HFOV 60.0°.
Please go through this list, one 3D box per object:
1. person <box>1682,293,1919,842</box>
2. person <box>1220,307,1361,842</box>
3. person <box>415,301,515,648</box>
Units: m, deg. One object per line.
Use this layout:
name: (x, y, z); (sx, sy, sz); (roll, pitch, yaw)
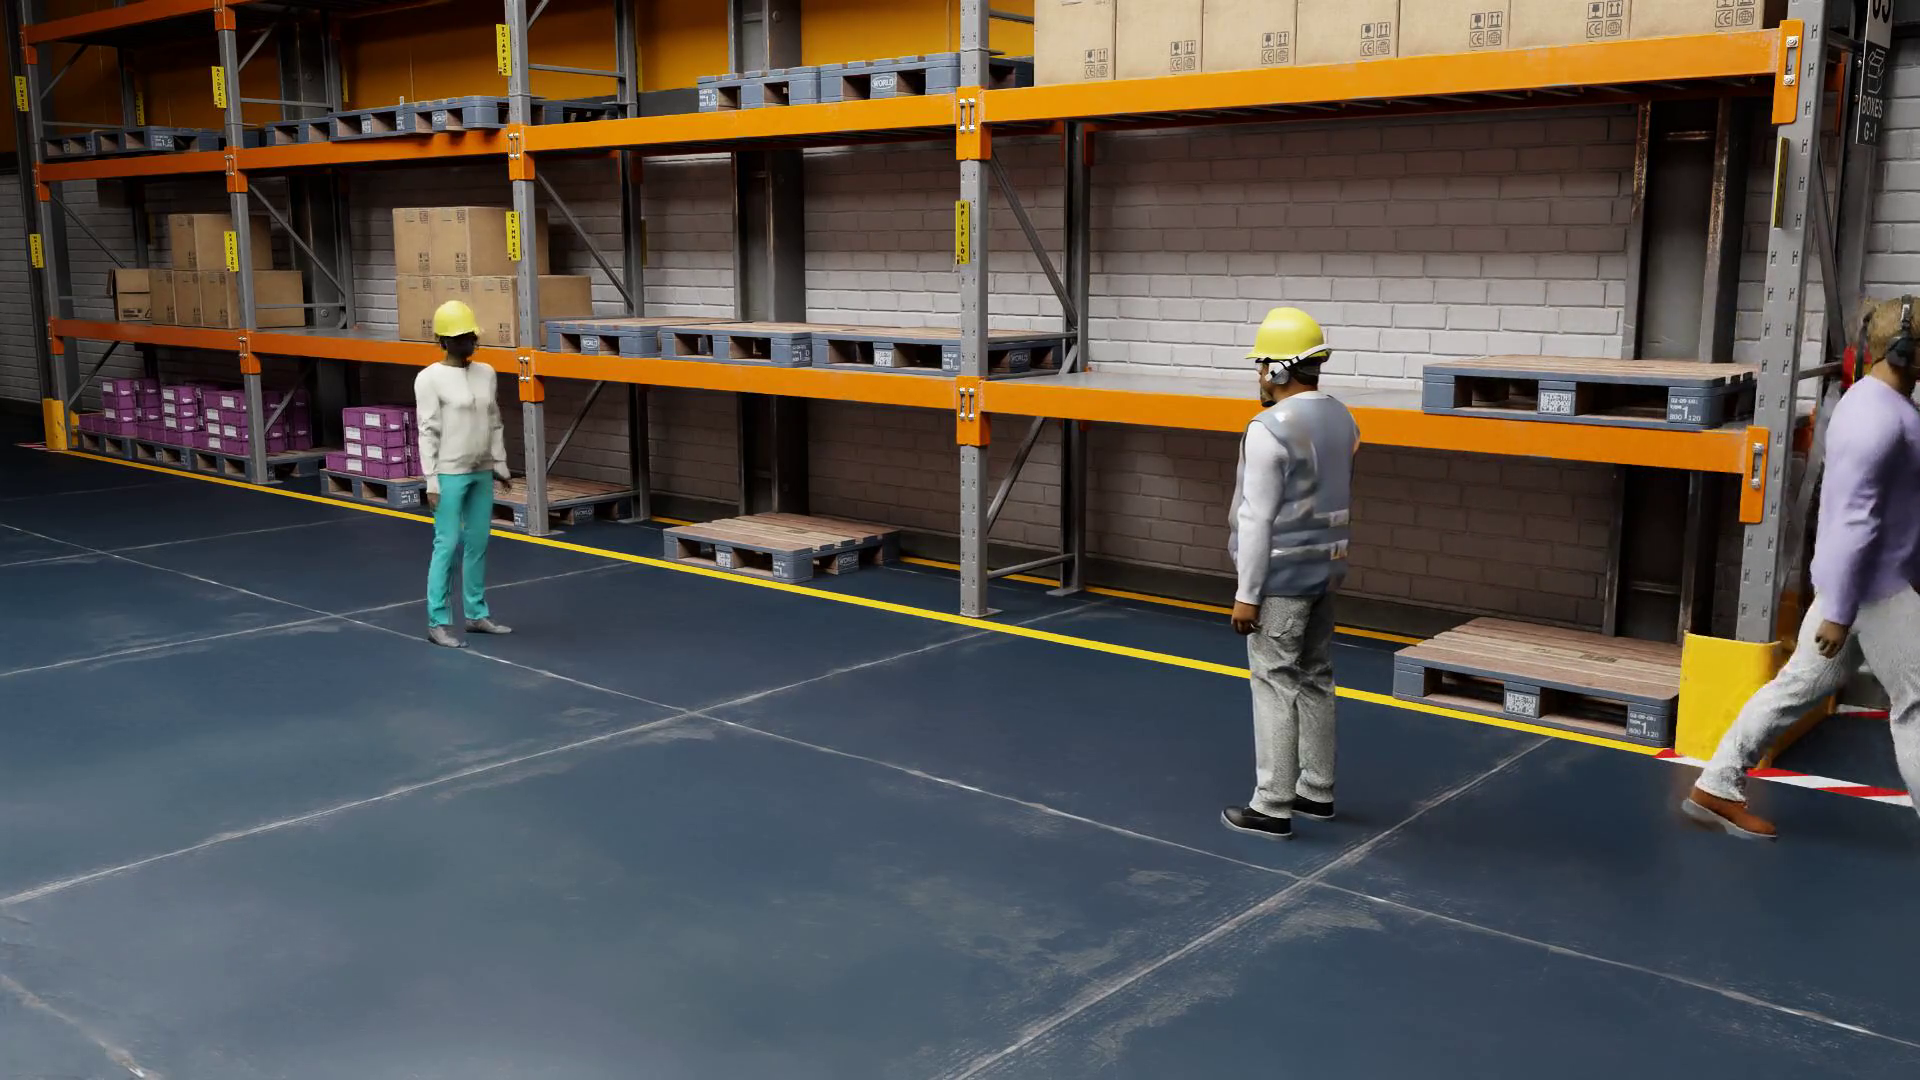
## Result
person: (2.947, 0.146, 5.418); (1.055, 1.893, 0.634); (5, 11, 25)
person: (1.130, 0.119, 5.740); (0.404, 1.824, 0.586); (8, 13, 40)
person: (-2.548, -0.338, 8.546); (0.342, 1.753, 0.555); (5, 11, 28)
